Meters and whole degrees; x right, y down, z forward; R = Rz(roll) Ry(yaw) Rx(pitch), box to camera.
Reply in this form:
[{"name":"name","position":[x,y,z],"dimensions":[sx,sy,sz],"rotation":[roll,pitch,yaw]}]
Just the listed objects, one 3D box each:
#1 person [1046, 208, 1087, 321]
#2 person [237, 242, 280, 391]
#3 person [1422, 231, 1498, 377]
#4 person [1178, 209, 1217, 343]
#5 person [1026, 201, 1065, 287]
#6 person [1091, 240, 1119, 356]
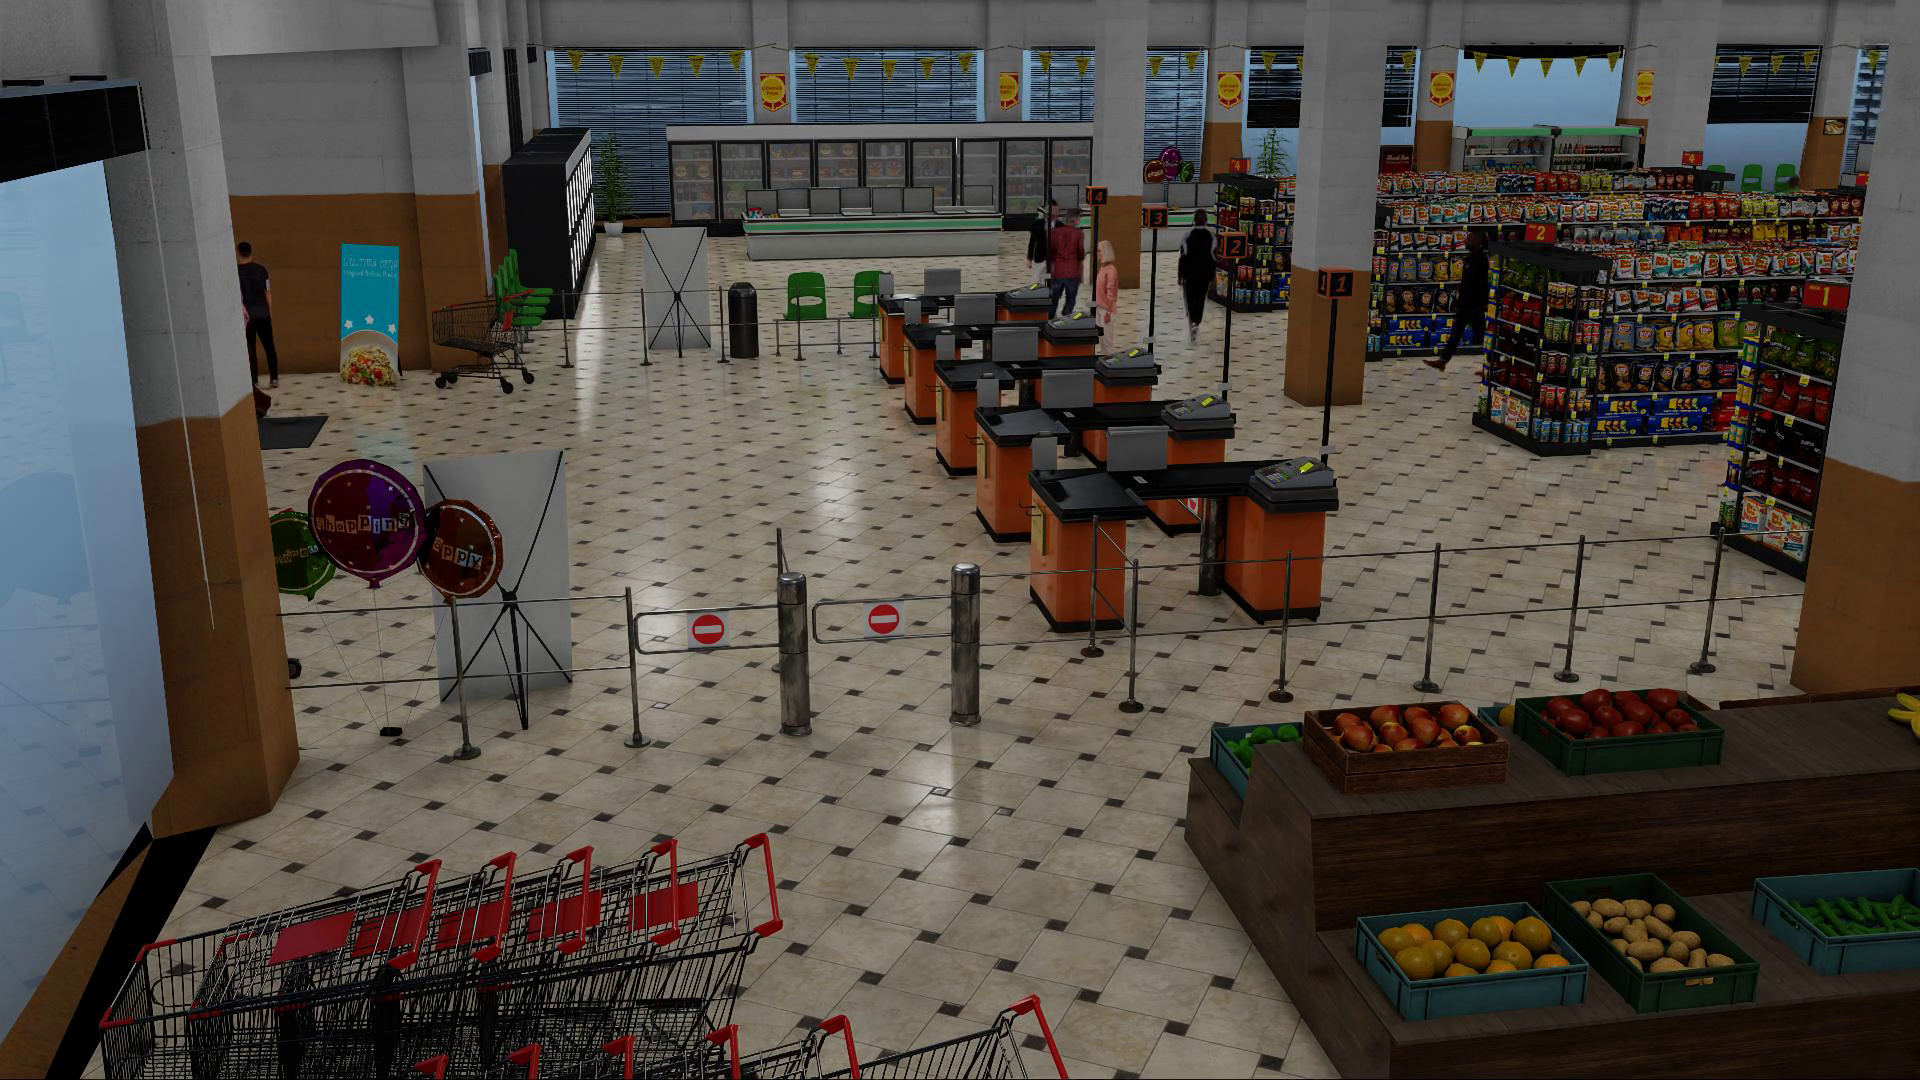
[{"name":"person","position":[1.490,-3.777,23.520],"dimensions":[0.873,1.793,0.955],"rotation":[6,18,19]},{"name":"person","position":[-8.504,-2.696,20.010],"dimensions":[0.657,1.764,0.776],"rotation":[-13,21,-37]},{"name":"person","position":[6.454,-2.888,20.627],"dimensions":[1.255,1.772,0.958],"rotation":[2,17,8]},{"name":"person","position":[3.298,-3.678,23.176],"dimensions":[1.110,1.804,0.873],"rotation":[0,17,0]},{"name":"person","position":[1.260,-4.082,24.501],"dimensions":[0.910,1.807,0.836],"rotation":[0,17,2]},{"name":"person","position":[1.804,-2.837,20.542],"dimensions":[0.533,1.724,0.608],"rotation":[-4,17,-14]}]
